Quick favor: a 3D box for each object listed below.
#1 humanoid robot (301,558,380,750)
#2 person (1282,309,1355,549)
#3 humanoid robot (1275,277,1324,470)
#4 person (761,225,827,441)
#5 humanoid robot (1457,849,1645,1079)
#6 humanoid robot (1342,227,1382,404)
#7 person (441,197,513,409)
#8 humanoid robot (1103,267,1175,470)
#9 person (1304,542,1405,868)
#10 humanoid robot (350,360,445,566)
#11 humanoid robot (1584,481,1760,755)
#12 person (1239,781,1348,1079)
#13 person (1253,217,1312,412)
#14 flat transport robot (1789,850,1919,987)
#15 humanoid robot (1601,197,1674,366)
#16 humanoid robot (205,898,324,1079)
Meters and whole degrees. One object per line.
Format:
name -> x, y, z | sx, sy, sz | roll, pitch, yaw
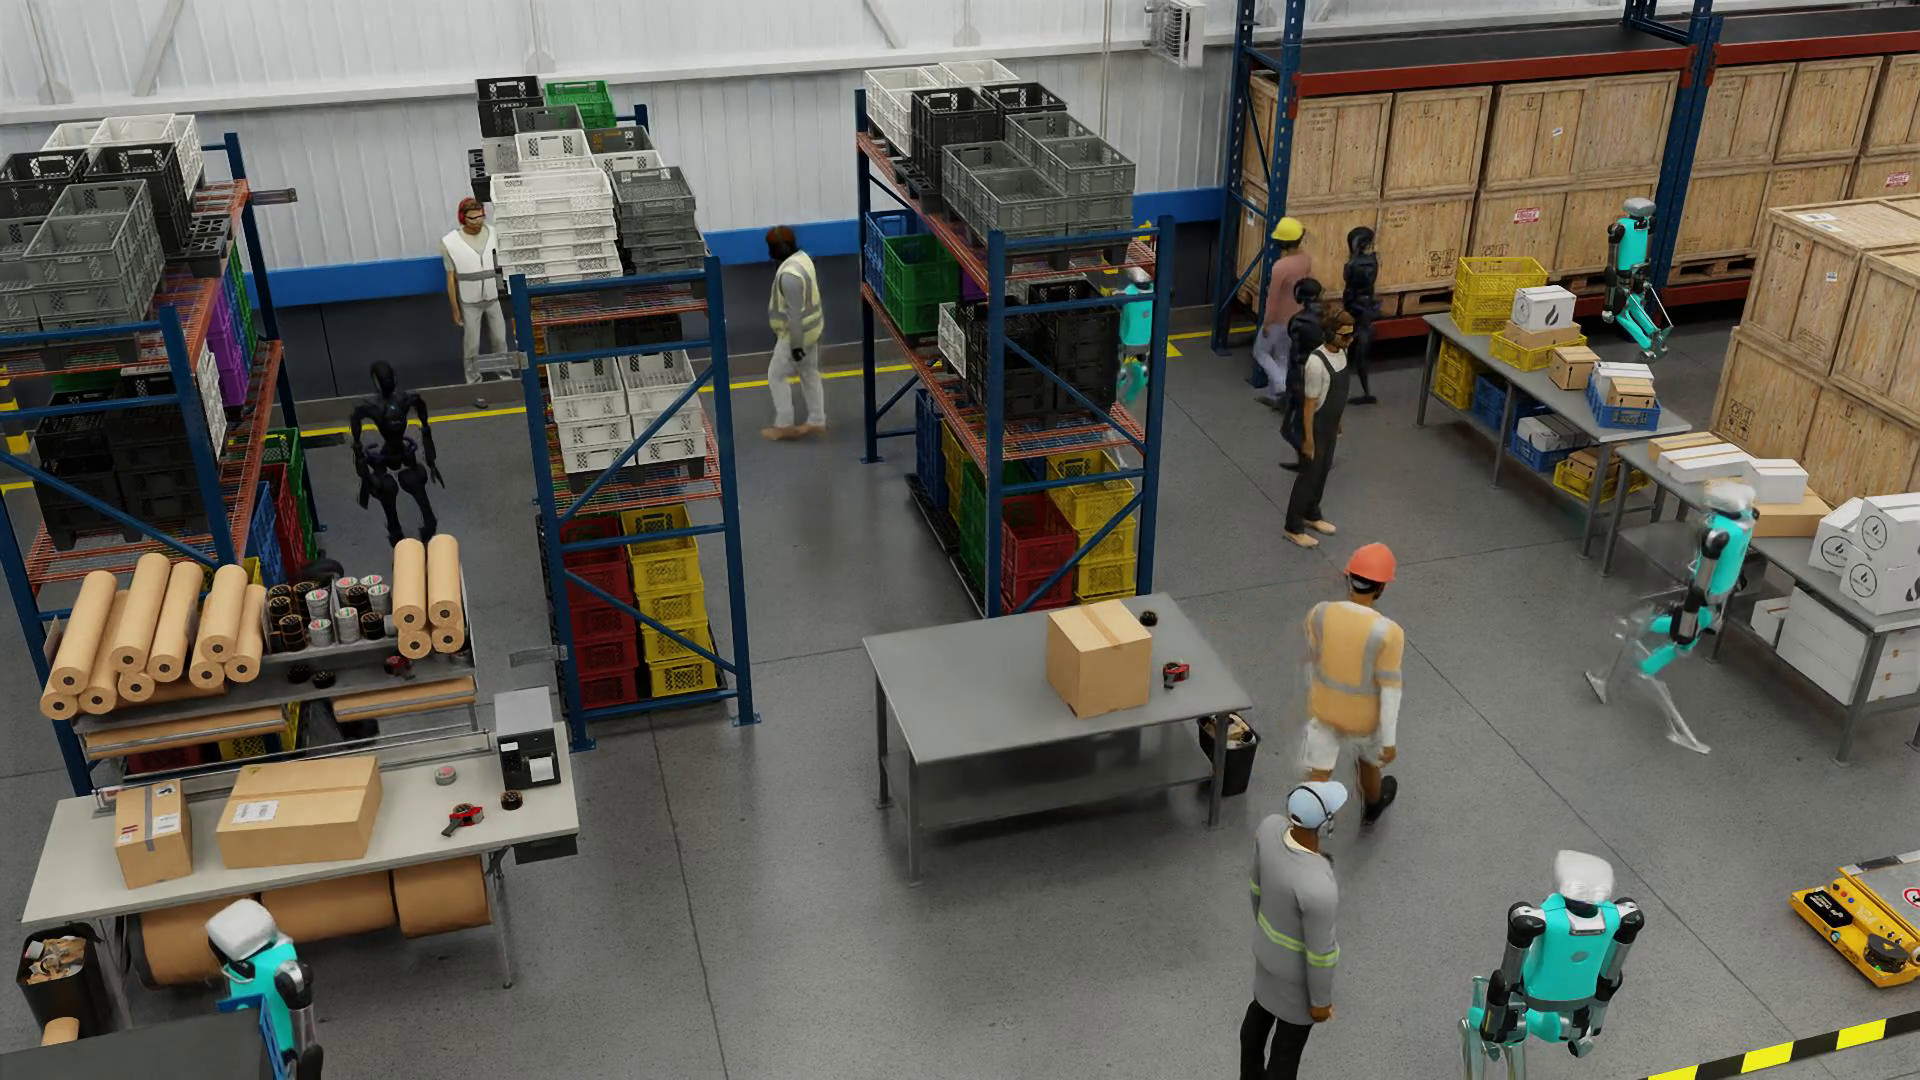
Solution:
humanoid robot -> -3.482, 0.836, 9.214 | 0.705, 1.637, 0.612 | -24, 37, -36
person -> 2.612, -0.809, 12.014 | 0.332, 1.836, 0.501 | 19, 34, 31
humanoid robot -> 2.751, -1.246, 12.958 | 0.458, 1.638, 0.603 | 16, 33, 27
person -> -1.420, -1.692, 13.637 | 0.673, 1.811, 0.651 | 3, 29, 6
humanoid robot -> 2.405, 1.894, 7.055 | 0.533, 1.673, 0.735 | -2, 29, -4
humanoid robot -> 3.364, -1.883, 14.149 | 0.585, 1.641, 0.609 | -4, 29, -7
person -> -4.111, -2.052, 14.271 | 0.562, 1.836, 0.390 | -21, 35, -33
humanoid robot -> 1.284, -1.373, 13.247 | 0.544, 1.891, 0.784 | -11, 31, -18
person -> 2.124, 0.896, 8.880 | 0.618, 1.849, 1.019 | 21, 35, 33
humanoid robot -> -3.916, -0.483, 11.570 | 0.591, 1.647, 0.370 | -21, 35, -33
humanoid robot -> 4.175, 0.375, 9.985 | 0.532, 1.772, 0.986 | -25, 38, -38
person -> 1.457, 1.808, 7.228 | 0.363, 1.852, 0.594 | -9, 30, -16
person -> 2.746, -1.882, 14.050 | 0.546, 1.756, 0.450 | -19, 34, -31
flat transport robot -> 5.163, 1.916, 8.676 | 1.431, 0.231, 0.659 | -8, 30, -14
humanoid robot -> 5.842, -2.042, 14.212 | 0.533, 1.677, 0.735 | -17, 33, -28
humanoid robot -> -2.788, 2.255, 6.541 | 0.540, 1.765, 0.922 | 18, 34, 30
